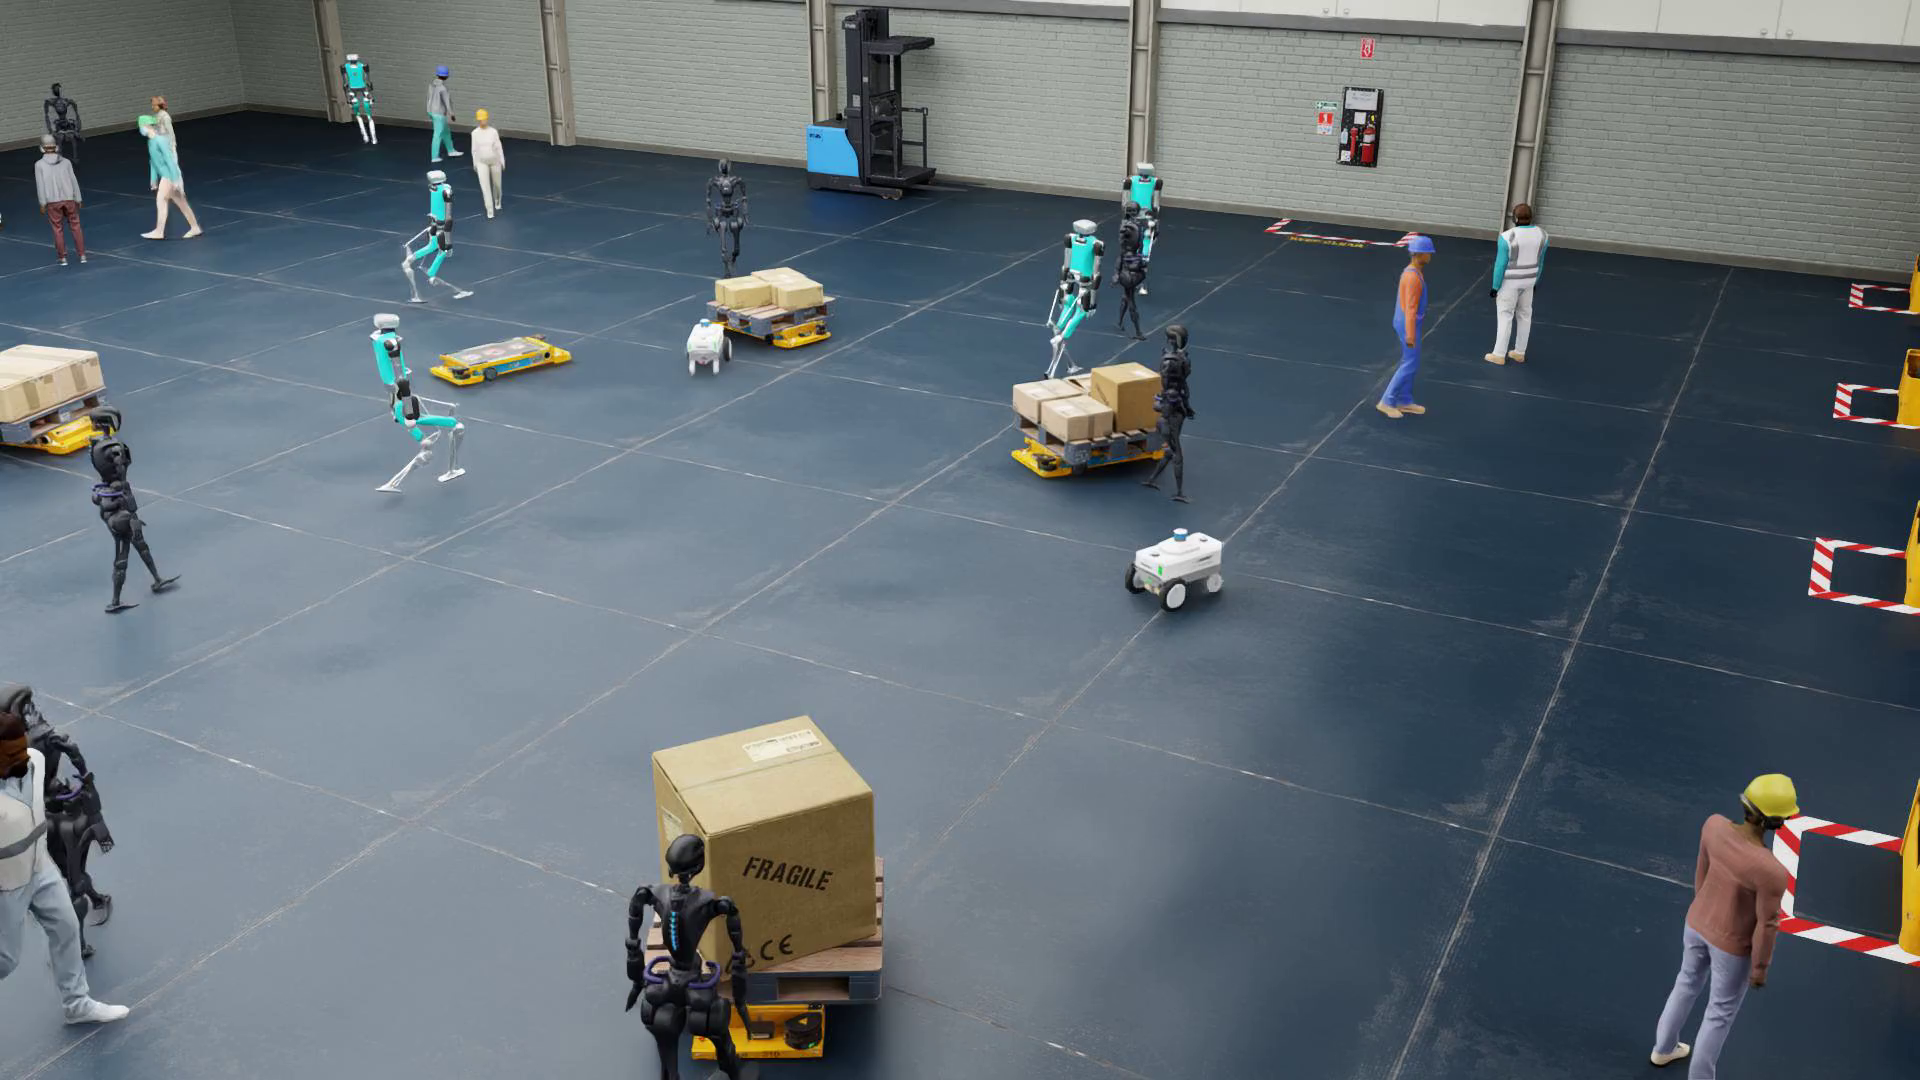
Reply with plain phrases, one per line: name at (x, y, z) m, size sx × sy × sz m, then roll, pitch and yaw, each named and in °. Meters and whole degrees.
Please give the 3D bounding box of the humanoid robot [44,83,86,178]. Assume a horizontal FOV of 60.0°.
humanoid robot at (-15.611, -7.143, 29.024) m, size 0.589 × 1.641 × 0.396 m, roll -9°, pitch 25°, yaw -21°

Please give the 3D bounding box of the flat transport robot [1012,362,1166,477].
flat transport robot at (1.265, -0.908, 16.276) m, size 1.431 × 0.231 × 0.659 m, roll -11°, pitch 26°, yaw -24°

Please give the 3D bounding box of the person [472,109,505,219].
person at (-7.464, -5.993, 26.336) m, size 0.479 × 1.663 × 0.785 m, roll -6°, pitch 24°, yaw -15°

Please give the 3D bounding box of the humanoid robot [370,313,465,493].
humanoid robot at (-4.947, -1.248, 15.239) m, size 1.045 × 1.748 × 0.559 m, roll -15°, pitch 28°, yaw -31°

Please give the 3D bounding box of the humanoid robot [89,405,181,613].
humanoid robot at (-6.538, -0.275, 13.042) m, size 0.646 × 1.633 × 0.606 m, roll -20°, pitch 30°, yaw -38°

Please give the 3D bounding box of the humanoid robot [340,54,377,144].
humanoid robot at (-11.580, -8.502, 32.152) m, size 0.541 × 1.807 × 0.833 m, roll -5°, pitch 24°, yaw -13°

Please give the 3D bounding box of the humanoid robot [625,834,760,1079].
humanoid robot at (-1.246, 2.045, 7.642) m, size 0.611 × 1.637 × 0.688 m, roll 4°, pitch 24°, yaw 9°

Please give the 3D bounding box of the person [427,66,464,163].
person at (-9.507, -7.833, 30.546) m, size 0.676 × 1.731 × 0.564 m, roll -18°, pitch 29°, yaw -35°

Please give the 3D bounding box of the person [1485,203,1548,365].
person at (6.324, -2.915, 18.967) m, size 0.622 × 1.837 × 0.431 m, roll -7°, pitch 24°, yaw -15°

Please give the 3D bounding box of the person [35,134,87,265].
person at (-12.633, -4.780, 23.347) m, size 0.550 × 1.806 × 0.381 m, roll -18°, pitch 29°, yaw -36°

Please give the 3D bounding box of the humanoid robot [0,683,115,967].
humanoid robot at (-4.882, 1.478, 8.981) m, size 0.612 × 1.621 × 0.688 m, roll 3°, pitch 23°, yaw 6°

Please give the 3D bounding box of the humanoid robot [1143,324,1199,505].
humanoid robot at (1.973, -1.175, 15.151) m, size 0.614 × 1.642 × 0.607 m, roll 11°, pitch 26°, yaw 25°

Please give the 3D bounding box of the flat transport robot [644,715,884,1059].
flat transport robot at (-1.012, 2.246, 8.934) m, size 0.659 × 0.231 × 1.431 m, roll -1°, pitch 23°, yaw -1°

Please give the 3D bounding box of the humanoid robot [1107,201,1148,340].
humanoid robot at (1.991, -3.247, 19.964) m, size 0.661 × 1.637 × 0.589 m, roll 15°, pitch 28°, yaw 31°

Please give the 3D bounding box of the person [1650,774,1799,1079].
person at (3.666, 1.879, 7.905) m, size 0.353 × 1.756 × 0.535 m, roll -8°, pitch 24°, yaw -18°

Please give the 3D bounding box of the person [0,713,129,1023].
person at (-4.778, 1.674, 8.240) m, size 0.805 × 1.880 × 0.631 m, roll 1°, pitch 23°, yaw 2°

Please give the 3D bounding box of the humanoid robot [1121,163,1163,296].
humanoid robot at (2.395, -3.954, 21.552) m, size 0.554 × 1.762 × 1.046 m, roll -4°, pitch 24°, yaw -10°

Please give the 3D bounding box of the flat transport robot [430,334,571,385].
flat transport robot at (-5.233, -2.054, 18.946) m, size 1.431 × 0.231 × 0.659 m, roll -21°, pitch 31°, yaw -40°

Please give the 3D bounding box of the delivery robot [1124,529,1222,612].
delivery robot at (1.734, 0.215, 13.319) m, size 0.807 × 0.609 × 0.499 m, roll -16°, pitch 28°, yaw -32°

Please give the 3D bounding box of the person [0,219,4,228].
person at (-14.813, -5.470, 25.003) m, size 0.510 × 1.763 × 0.940 m, roll 3°, pitch 23°, yaw 7°

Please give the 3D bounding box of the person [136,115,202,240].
person at (-11.852, -5.363, 24.674) m, size 0.885 × 1.821 × 0.541 m, roll -15°, pitch 27°, yaw -31°

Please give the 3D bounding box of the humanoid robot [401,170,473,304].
humanoid robot at (-6.782, -3.784, 21.153) m, size 1.048 × 1.745 × 0.552 m, roll -18°, pitch 29°, yaw -36°

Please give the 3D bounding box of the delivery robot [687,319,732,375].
delivery robot at (-2.894, -2.219, 18.989) m, size 0.499 × 0.613 × 0.811 m, roll -1°, pitch 23°, yaw -1°

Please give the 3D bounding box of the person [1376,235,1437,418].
person at (4.673, -2.204, 17.226) m, size 0.472 × 1.904 × 0.557 m, roll 6°, pitch 24°, yaw 13°

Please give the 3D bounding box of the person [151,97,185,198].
person at (-13.178, -6.532, 27.630) m, size 0.306 × 1.640 × 0.512 m, roll -20°, pitch 31°, yaw -39°

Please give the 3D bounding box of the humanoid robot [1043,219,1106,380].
humanoid robot at (1.134, -2.586, 18.374) m, size 0.559 × 1.795 × 0.924 m, roll 20°, pitch 30°, yaw 38°

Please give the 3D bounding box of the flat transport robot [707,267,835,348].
flat transport robot at (-2.294, -2.609, 20.236) m, size 1.431 × 0.231 × 0.659 m, roll 20°, pitch 30°, yaw 39°

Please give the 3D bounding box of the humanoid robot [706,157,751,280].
humanoid robot at (-3.186, -4.417, 22.696) m, size 0.609 × 1.639 × 0.688 m, roll -6°, pitch 24°, yaw -13°

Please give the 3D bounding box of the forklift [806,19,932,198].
forklift at (-1.573, -7.292, 27.850) m, size 1.873 × 2.768 × 1.129 m, roll 12°, pitch 26°, yaw 25°

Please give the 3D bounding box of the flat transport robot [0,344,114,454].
flat transport robot at (-9.373, -1.114, 16.756) m, size 1.431 × 0.231 × 0.659 m, roll 7°, pitch 24°, yaw 15°
